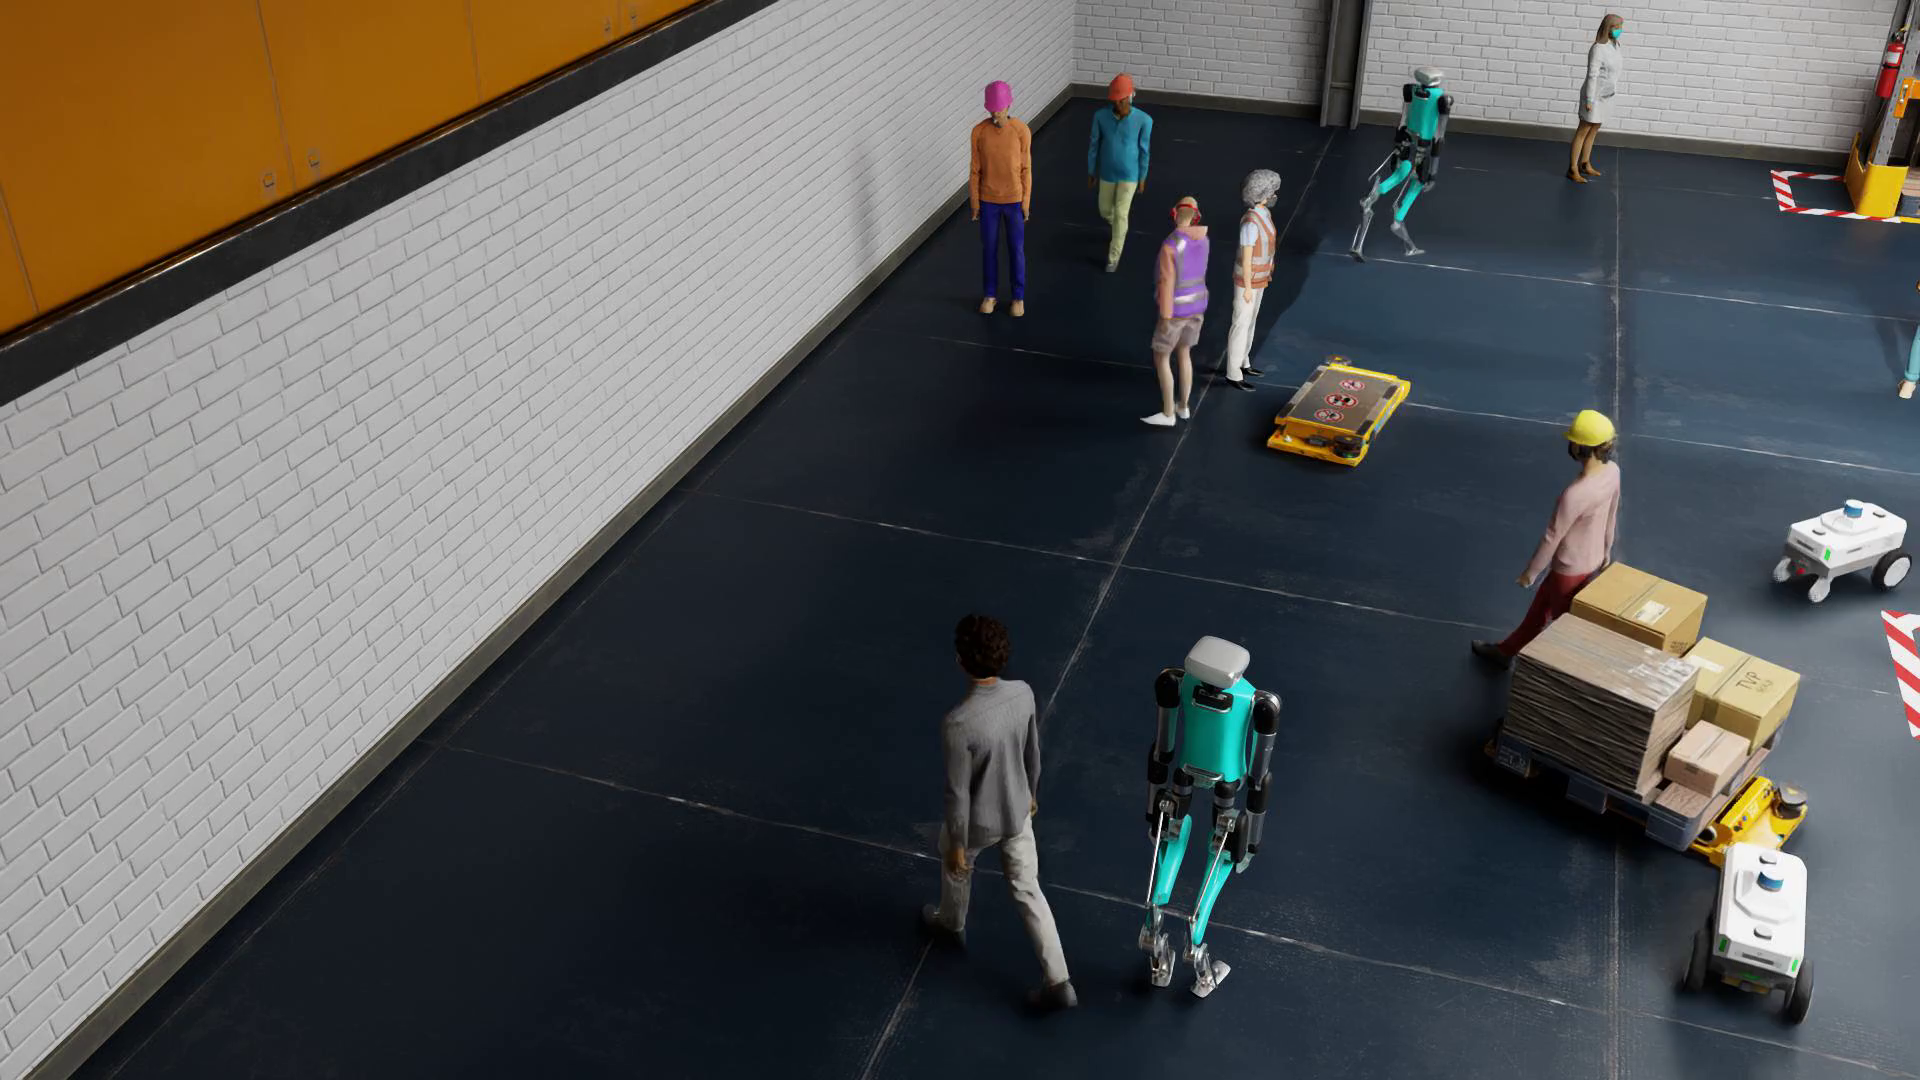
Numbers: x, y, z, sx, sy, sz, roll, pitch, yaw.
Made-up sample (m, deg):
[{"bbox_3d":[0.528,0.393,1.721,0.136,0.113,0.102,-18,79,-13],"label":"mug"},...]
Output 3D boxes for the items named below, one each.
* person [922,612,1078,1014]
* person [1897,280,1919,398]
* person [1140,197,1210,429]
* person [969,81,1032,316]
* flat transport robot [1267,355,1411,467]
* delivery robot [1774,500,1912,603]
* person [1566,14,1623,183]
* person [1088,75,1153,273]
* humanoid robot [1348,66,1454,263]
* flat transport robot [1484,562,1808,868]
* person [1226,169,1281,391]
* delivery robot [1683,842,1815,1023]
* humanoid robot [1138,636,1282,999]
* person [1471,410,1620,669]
[{"bbox_3d":[0.175,1.171,7.076,0.546,1.854,0.952,-20,36,-30],"label":"person"},{"bbox_3d":[7.373,-1.897,12.277,0.527,1.865,0.382,21,36,31],"label":"person"},{"bbox_3d":[1.588,-1.641,12.038,0.572,1.657,0.411,-23,38,-34],"label":"person"},{"bbox_3d":[0.330,-2.817,13.747,0.517,1.972,0.405,4,31,7],"label":"person"},{"bbox_3d":[2.815,-0.965,12.267,0.659,0.231,1.431,15,34,24],"label":"flat transport robot"},{"bbox_3d":[5.466,0.030,10.287,0.793,0.590,0.499,-13,33,-21],"label":"delivery robot"},{"bbox_3d":[6.479,-4.480,16.871,0.482,1.660,0.338,-26,39,-37],"label":"person"},{"bbox_3d":[1.424,-3.307,14.815,0.562,1.724,0.707,12,33,20],"label":"person"},{"bbox_3d":[3.850,-3.263,14.779,1.019,1.781,0.533,-18,35,-27],"label":"humanoid robot"},{"bbox_3d":[3.518,1.206,8.574,1.431,0.231,0.659,26,39,37],"label":"flat transport robot"},{"bbox_3d":[2.211,-1.971,12.573,0.309,1.689,0.434,12,33,20],"label":"person"},{"bbox_3d":[3.553,1.728,7.422,0.499,0.613,0.811,13,33,21],"label":"delivery robot"},{"bbox_3d":[0.949,1.257,6.906,0.533,1.677,0.735,14,33,23],"label":"humanoid robot"},{"bbox_3d":[3.277,0.093,9.031,0.842,1.718,0.544,25,39,36],"label":"person"}]
